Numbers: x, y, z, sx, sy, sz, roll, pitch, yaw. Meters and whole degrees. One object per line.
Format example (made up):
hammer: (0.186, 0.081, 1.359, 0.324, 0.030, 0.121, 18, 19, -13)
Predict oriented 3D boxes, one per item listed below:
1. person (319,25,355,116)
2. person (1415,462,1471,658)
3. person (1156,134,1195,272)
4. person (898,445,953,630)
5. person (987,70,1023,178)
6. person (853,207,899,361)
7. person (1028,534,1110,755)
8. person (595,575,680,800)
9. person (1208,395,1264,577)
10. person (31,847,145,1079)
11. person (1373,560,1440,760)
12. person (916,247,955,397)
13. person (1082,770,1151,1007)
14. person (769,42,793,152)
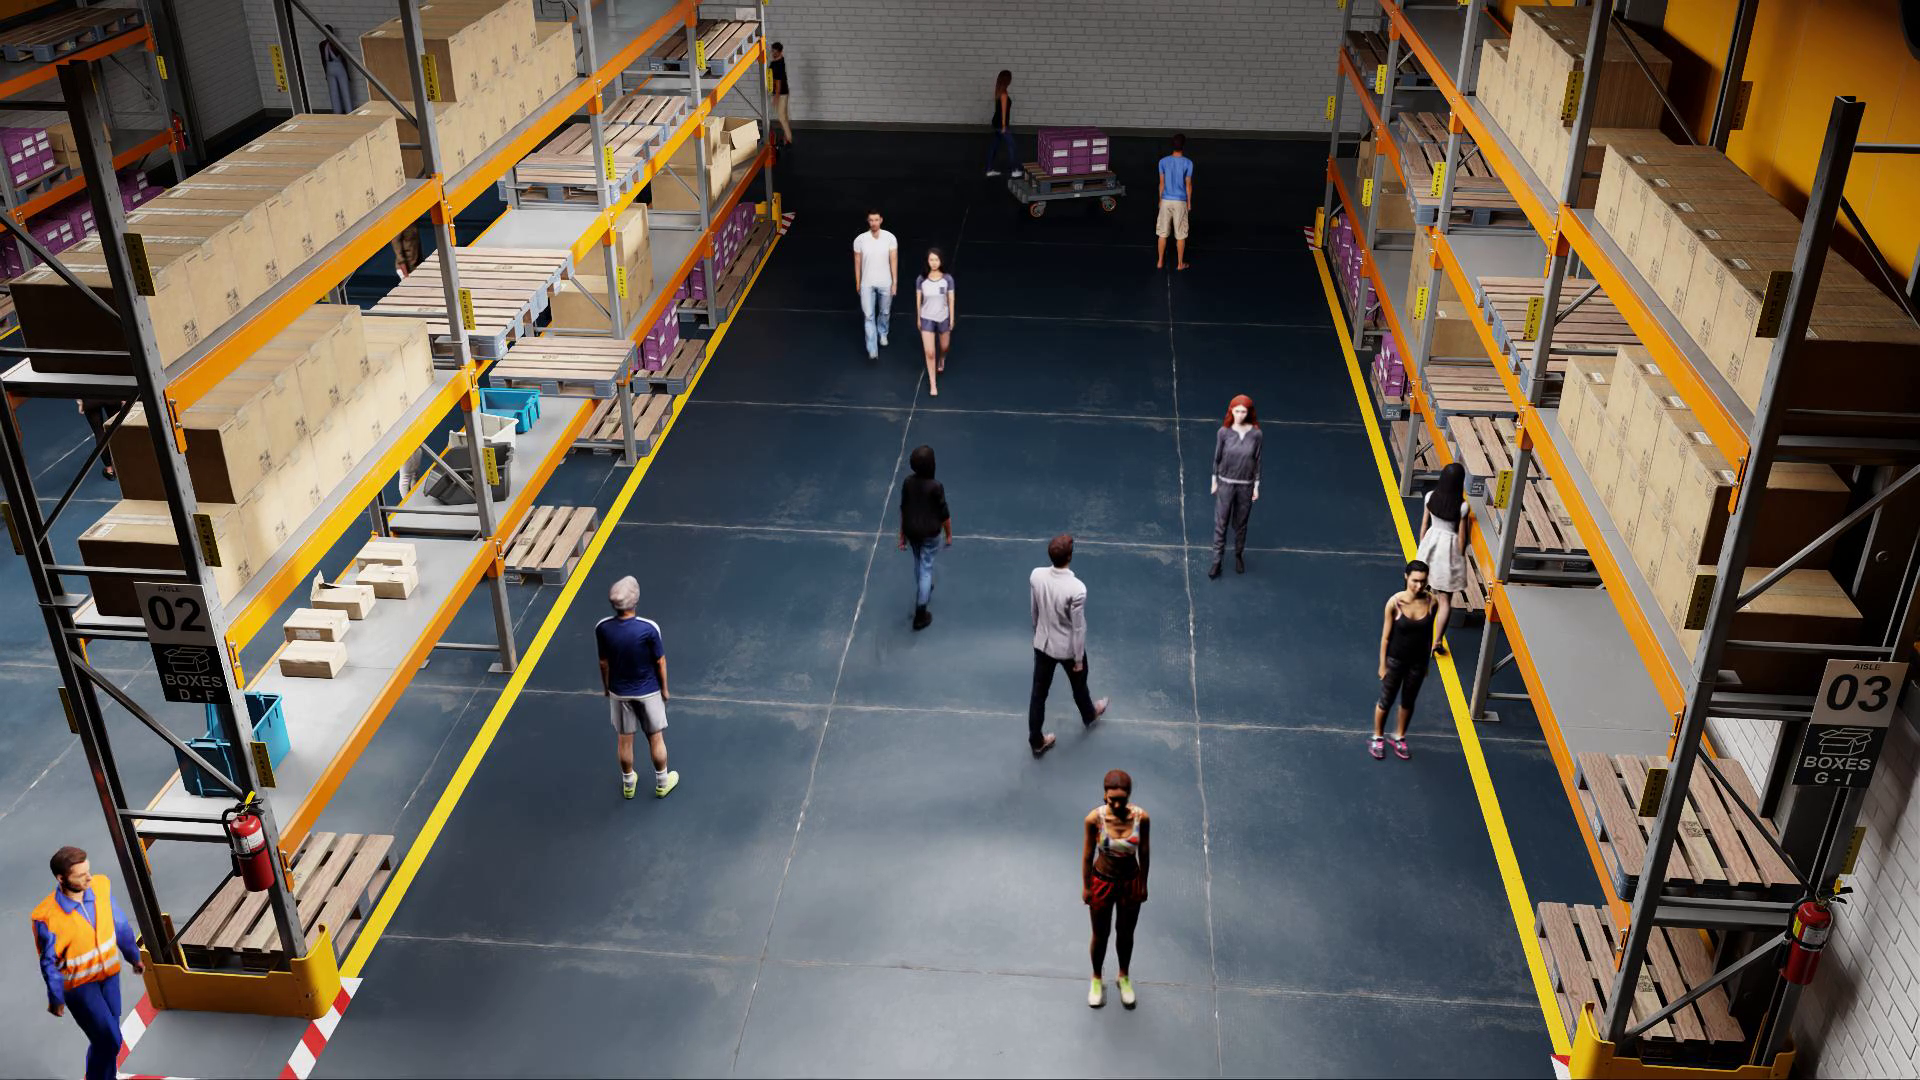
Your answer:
person: (-11.024, -8.206, 29.412, 0.598, 1.783, 0.513, -1, 29, -2)
person: (4.065, 0.160, 14.088, 0.782, 1.769, 0.815, 21, 35, 34)
person: (2.937, -4.627, 22.766, 0.696, 1.864, 0.642, 10, 30, 17)
person: (-0.356, 0.004, 14.466, 0.733, 1.681, 0.976, 10, 30, 18)
person: (0.587, -6.626, 26.607, 0.833, 1.693, 0.880, -8, 30, -15)
person: (-0.998, -3.119, 20.059, 0.817, 1.808, 1.233, -2, 29, -4)
person: (0.701, 0.844, 12.782, 1.053, 1.820, 1.211, 20, 34, 32)
person: (-2.406, 1.097, 12.300, 0.638, 1.836, 0.537, 1, 29, 1)
person: (2.545, -0.515, 15.317, 0.611, 1.777, 0.604, 5, 29, 9)
person: (-5.116, 2.530, 9.676, 0.850, 1.834, 0.714, 12, 31, 21)
person: (3.414, 0.910, 12.764, 0.587, 1.721, 0.575, -2, 29, -4)
person: (-0.276, -2.567, 19.175, 0.654, 1.684, 1.032, 0, 29, -1)
person: (0.972, 2.154, 10.417, 0.590, 1.783, 0.549, -2, 29, -3)
person: (-3.020, -7.564, 28.199, 0.913, 1.816, 0.605, 3, 29, 6)
